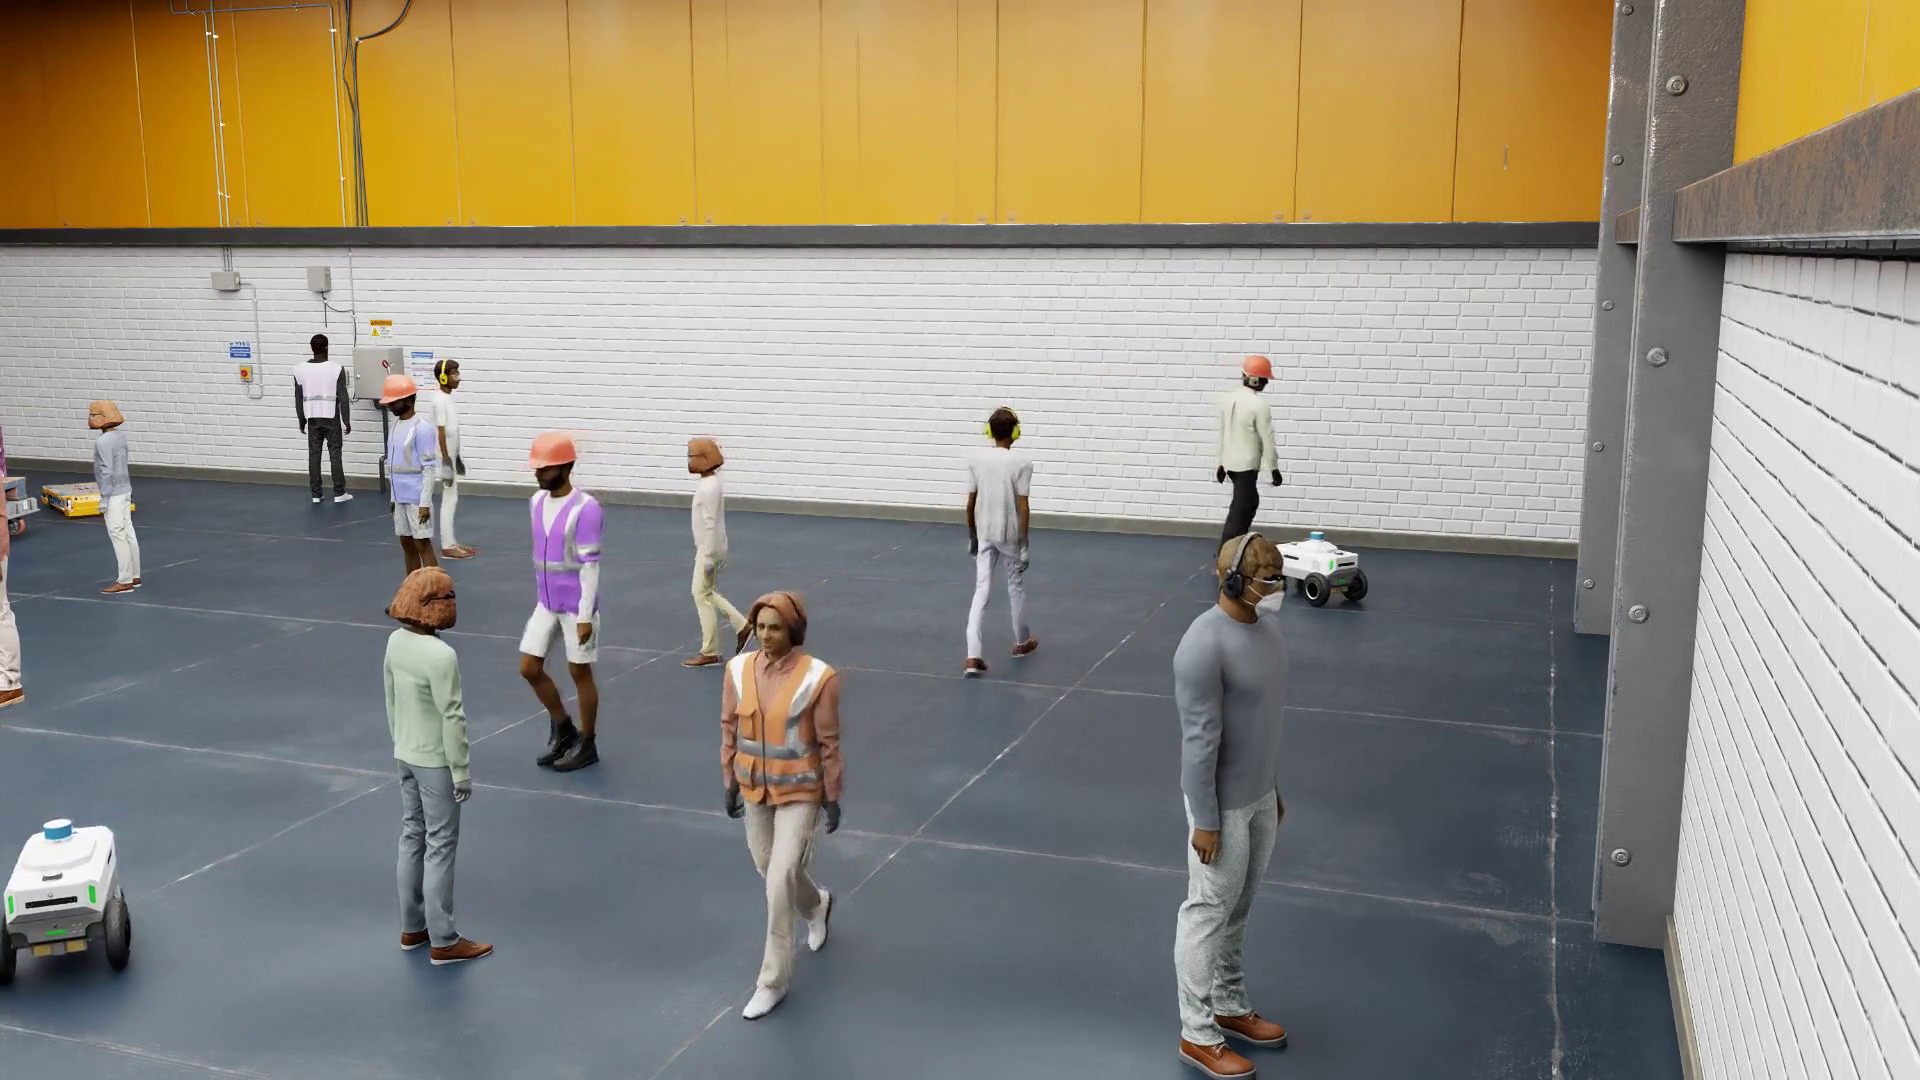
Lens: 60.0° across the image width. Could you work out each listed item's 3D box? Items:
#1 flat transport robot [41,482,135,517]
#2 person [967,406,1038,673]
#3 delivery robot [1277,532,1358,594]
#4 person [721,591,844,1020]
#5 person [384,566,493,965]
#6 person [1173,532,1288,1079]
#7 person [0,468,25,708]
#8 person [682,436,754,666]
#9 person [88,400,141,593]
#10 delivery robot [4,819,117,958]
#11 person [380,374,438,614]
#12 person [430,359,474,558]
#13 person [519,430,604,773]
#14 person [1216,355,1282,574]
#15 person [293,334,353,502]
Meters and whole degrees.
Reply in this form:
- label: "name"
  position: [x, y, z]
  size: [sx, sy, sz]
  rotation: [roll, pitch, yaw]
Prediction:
- label: "flat transport robot"
  position: [-9.680, -0.467, 18.434]
  size: [0.652, 0.197, 1.431]
  rotation: [-8, 13, -38]
- label: "person"
  position: [0.260, -0.012, 11.539]
  size: [0.538, 1.817, 0.993]
  rotation: [4, 11, 23]
- label: "delivery robot"
  position: [2.948, 0.175, 13.754]
  size: [0.477, 0.478, 0.707]
  rotation: [-6, 12, -30]
- label: "person"
  position: [-0.677, 0.974, 6.544]
  size: [0.519, 1.611, 0.766]
  rotation: [5, 11, 25]
- label: "person"
  position: [-2.164, 0.914, 6.820]
  size: [0.507, 1.631, 0.266]
  rotation: [10, 14, 43]
- label: "person"
  position: [0.981, 0.923, 5.916]
  size: [0.373, 1.937, 0.630]
  rotation: [7, 12, 33]
- label: "person"
  position: [-6.227, 0.080, 10.514]
  size: [0.610, 1.989, 0.392]
  rotation: [8, 13, 39]
- label: "person"
  position: [-1.702, 0.080, 11.546]
  size: [0.433, 1.619, 0.520]
  rotation: [-1, 10, -6]
- label: "person"
  position: [-7.144, -0.368, 14.036]
  size: [0.264, 1.632, 0.507]
  rotation: [-1, 10, -8]
- label: "delivery robot"
  position: [-3.705, 1.398, 6.865]
  size: [0.477, 0.478, 0.707]
  rotation: [-4, 11, -22]
- label: "person"
  position: [-4.324, -0.338, 13.042]
  size: [0.542, 1.929, 0.369]
  rotation: [9, 13, 41]
- label: "person"
  position: [-4.788, -0.764, 15.615]
  size: [0.324, 1.869, 0.550]
  rotation: [-2, 10, -13]
- label: "person"
  position: [-2.203, 0.352, 9.177]
  size: [0.561, 1.918, 0.475]
  rotation: [7, 12, 34]
- label: "person"
  position: [2.572, -0.663, 14.794]
  size: [0.695, 1.953, 0.619]
  rotation: [-4, 11, -23]
- label: "person"
  position: [-7.241, -1.378, 18.925]
  size: [0.597, 1.918, 0.382]
  rotation: [0, 10, -2]
